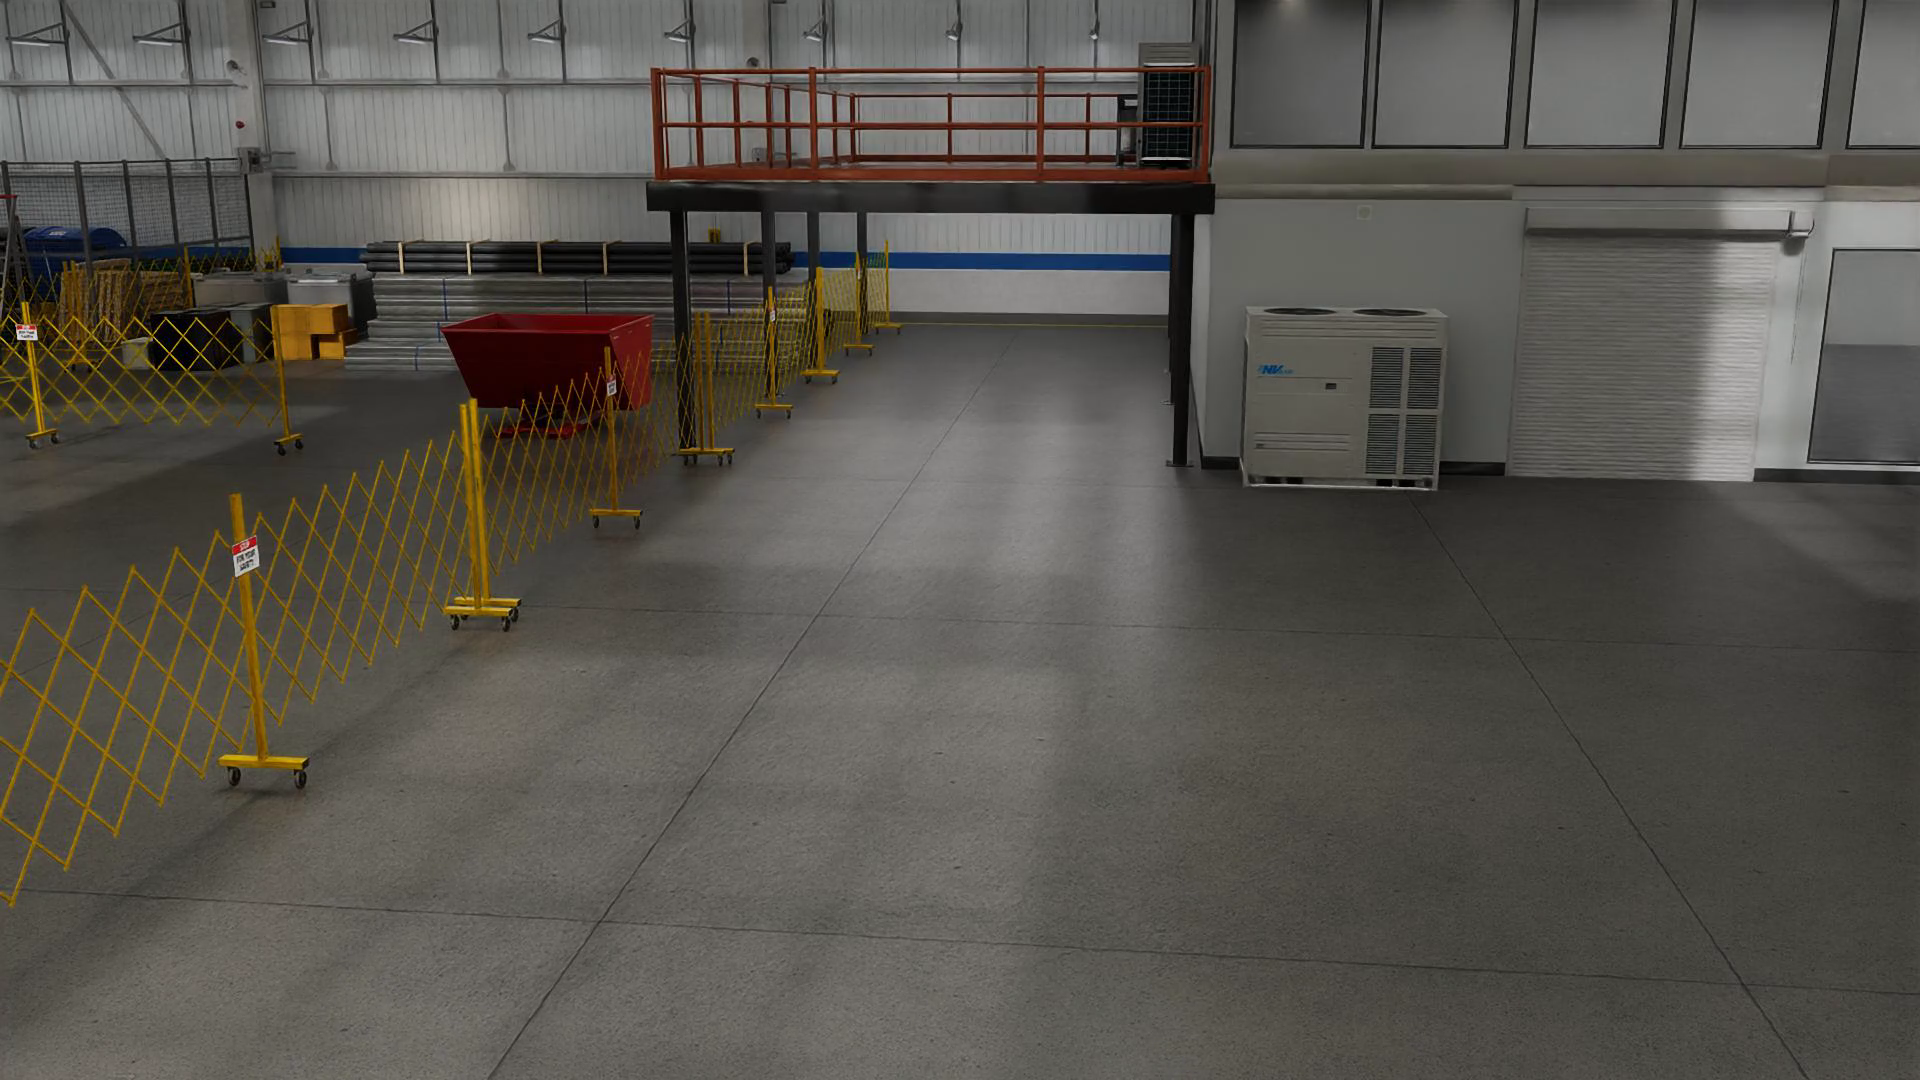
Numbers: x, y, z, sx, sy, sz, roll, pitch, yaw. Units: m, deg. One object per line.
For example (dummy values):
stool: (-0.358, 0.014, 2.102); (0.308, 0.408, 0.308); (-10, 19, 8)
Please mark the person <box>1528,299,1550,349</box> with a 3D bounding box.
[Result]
person: (9.180, -3.752, 26.191); (0.679, 1.867, 0.893); (-8, 16, -31)
